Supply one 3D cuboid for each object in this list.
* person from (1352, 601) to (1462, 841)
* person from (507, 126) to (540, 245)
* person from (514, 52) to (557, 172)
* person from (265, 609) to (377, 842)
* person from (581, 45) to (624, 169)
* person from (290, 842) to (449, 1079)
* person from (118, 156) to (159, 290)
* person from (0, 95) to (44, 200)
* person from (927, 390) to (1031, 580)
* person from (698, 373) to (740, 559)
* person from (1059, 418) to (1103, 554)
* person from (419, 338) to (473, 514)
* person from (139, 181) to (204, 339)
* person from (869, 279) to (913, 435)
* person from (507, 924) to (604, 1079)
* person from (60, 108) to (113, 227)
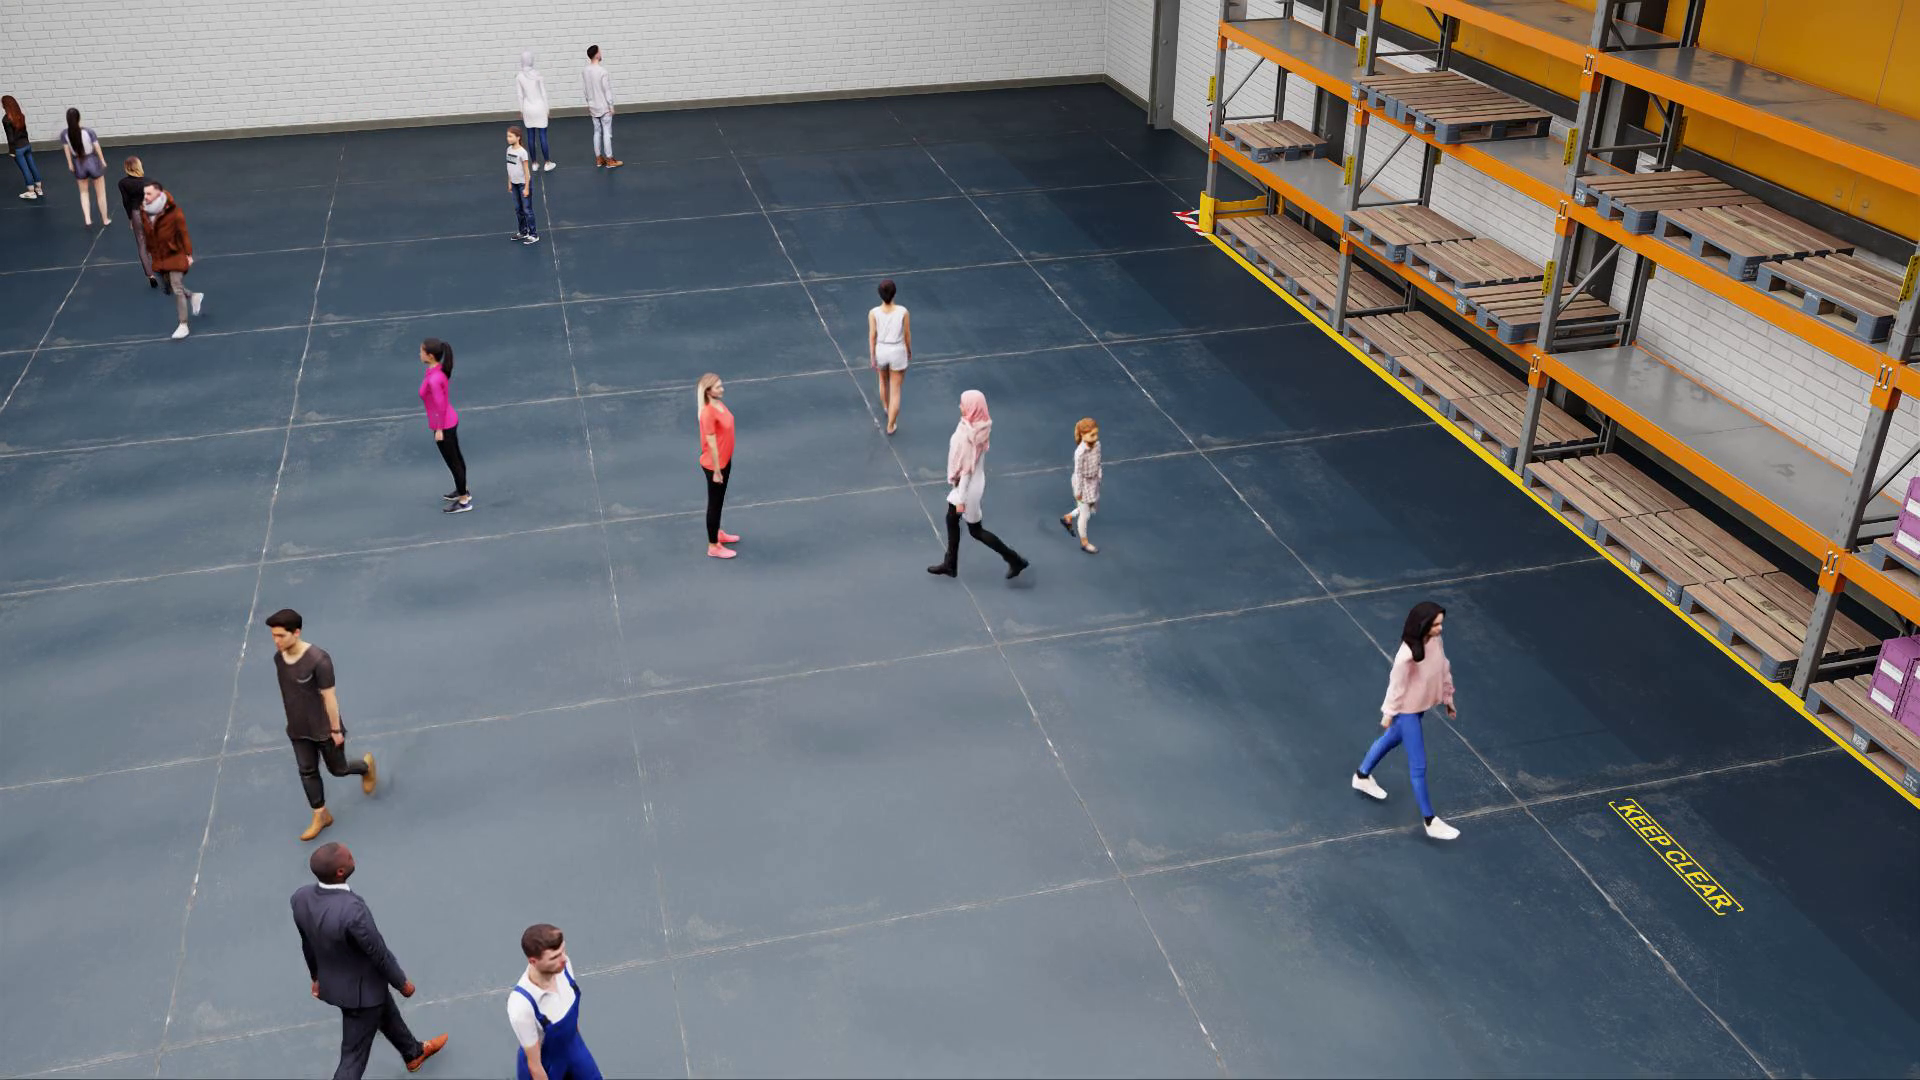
[{"bbox_3d":[2.984,1.138,11.313,1.239,1.709,1.031,25,37,38],"label":"person"},{"bbox_3d":[-5.899,-4.788,22.329,0.618,1.562,0.692,20,34,32],"label":"person"},{"bbox_3d":[-6.466,-6.509,25.260,0.676,1.777,0.641,2,29,4],"label":"person"},{"bbox_3d":[-4.314,1.182,11.241,0.921,1.699,1.058,9,30,17],"label":"person"},{"bbox_3d":[-5.501,-6.640,25.434,0.752,1.840,0.814,16,32,26],"label":"person"},{"bbox_3d":[-3.272,2.436,8.845,1.244,1.793,1.226,19,34,31],"label":"person"},{"bbox_3d":[-10.110,-3.949,20.677,0.609,1.671,0.542,-5,29,-9],"label":"person"},{"bbox_3d":[-13.611,-5.707,24.096,0.691,1.483,0.570,4,29,8],"label":"person"},{"bbox_3d":[0.177,-0.406,14.077,1.022,1.772,1.165,5,29,9],"label":"person"},{"bbox_3d":[-2.152,-0.675,14.651,0.704,1.694,0.553,0,29,0],"label":"person"},{"bbox_3d":[1.062,-0.516,14.773,0.812,1.298,0.728,21,35,33],"label":"person"},{"bbox_3d":[-4.754,-1.072,15.375,0.650,1.698,0.514,-5,29,-9],"label":"person"},{"bbox_3d":[-9.148,-3.307,19.348,1.002,1.816,1.190,6,29,10],"label":"person"},{"bbox_3d":[-0.712,-1.834,16.894,0.779,1.581,1.007,3,29,6],"label":"person"},{"bbox_3d":[-2.144,2.646,8.438,1.142,1.814,1.155,11,31,20],"label":"person"},{"bbox_3d":[-11.962,-5.088,22.793,0.609,1.646,0.585,-6,29,-10],"label":"person"}]
